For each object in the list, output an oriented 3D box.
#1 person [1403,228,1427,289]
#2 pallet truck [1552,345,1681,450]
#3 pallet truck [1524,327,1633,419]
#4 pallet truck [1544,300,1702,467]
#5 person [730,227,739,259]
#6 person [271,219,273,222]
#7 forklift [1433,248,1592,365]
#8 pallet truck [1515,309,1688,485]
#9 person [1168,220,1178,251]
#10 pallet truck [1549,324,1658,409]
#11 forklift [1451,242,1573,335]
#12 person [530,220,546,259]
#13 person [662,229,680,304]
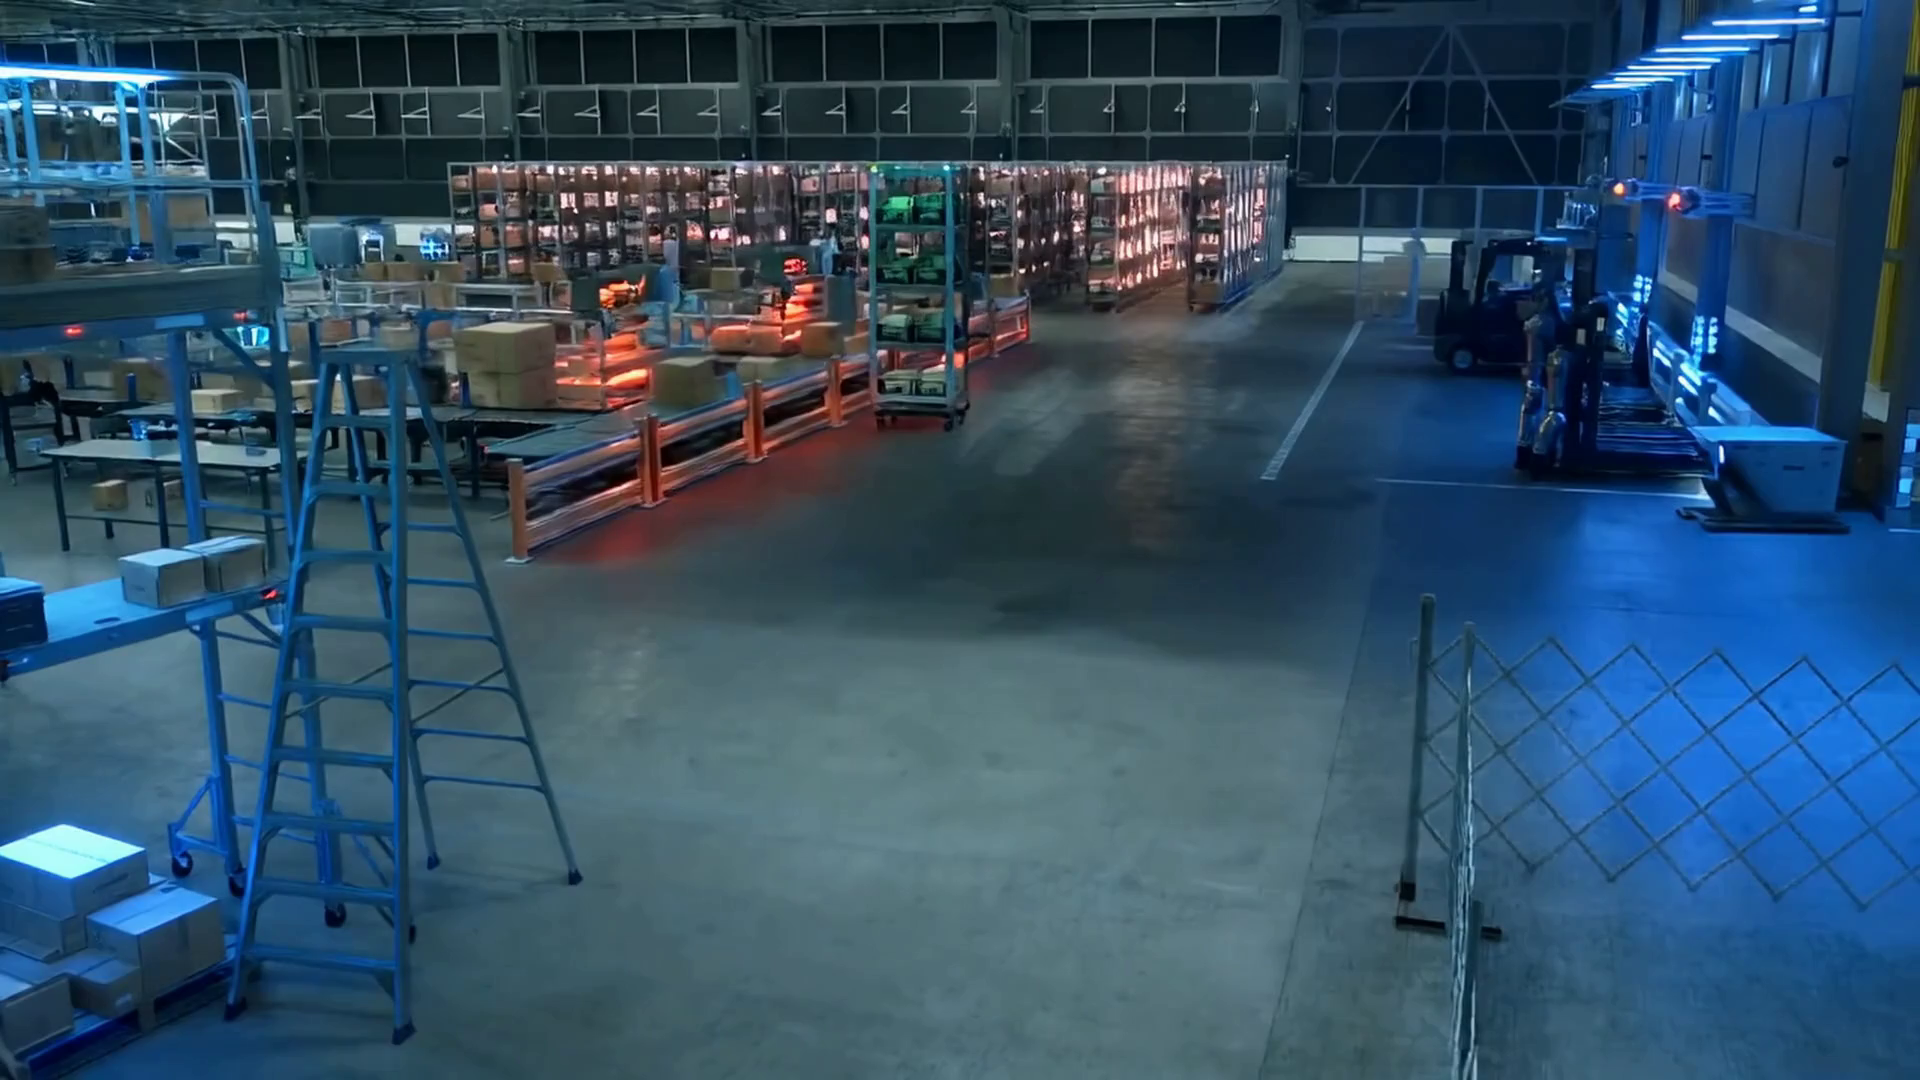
[{"bbox_3d":[11.640,-7.024,42.688,0.595,1.940,1.052,10,16,37],"label":"person"},{"bbox_3d":[8.641,-1.896,21.908,1.630,1.274,0.653,4,14,16],"label":"pallet truck"},{"bbox_3d":[9.065,-2.460,24.370,1.522,1.261,0.704,3,13,14],"label":"pallet truck"},{"bbox_3d":[8.263,-1.952,20.631,1.885,1.965,0.823,5,14,20],"label":"pallet truck"},{"bbox_3d":[-6.892,-8.880,50.905,0.390,1.839,0.564,4,14,16],"label":"person"},{"bbox_3d":[-24.278,-10.582,58.119,0.409,1.904,0.640,4,14,16],"label":"person"},{"bbox_3d":[9.780,-4.111,29.280,2.680,1.987,1.157,3,13,14],"label":"forklift"},{"bbox_3d":[7.554,-1.677,19.446,1.885,1.965,0.823,3,13,14],"label":"pallet truck"},{"bbox_3d":[7.421,-10.389,57.451,0.425,1.821,0.617,1,13,3],"label":"person"},{"bbox_3d":[9.824,-2.669,25.407,1.601,1.201,0.680,4,14,16],"label":"pallet truck"},{"bbox_3d":[10.464,-4.597,31.405,2.680,1.987,1.157,4,14,16],"label":"forklift"},{"bbox_3d":[-14.030,-9.777,55.069,0.907,1.696,0.584,-4,14,-18],"label":"person"},{"bbox_3d":[-7.449,-7.038,42.800,0.409,1.909,0.640,4,14,16],"label":"person"}]
